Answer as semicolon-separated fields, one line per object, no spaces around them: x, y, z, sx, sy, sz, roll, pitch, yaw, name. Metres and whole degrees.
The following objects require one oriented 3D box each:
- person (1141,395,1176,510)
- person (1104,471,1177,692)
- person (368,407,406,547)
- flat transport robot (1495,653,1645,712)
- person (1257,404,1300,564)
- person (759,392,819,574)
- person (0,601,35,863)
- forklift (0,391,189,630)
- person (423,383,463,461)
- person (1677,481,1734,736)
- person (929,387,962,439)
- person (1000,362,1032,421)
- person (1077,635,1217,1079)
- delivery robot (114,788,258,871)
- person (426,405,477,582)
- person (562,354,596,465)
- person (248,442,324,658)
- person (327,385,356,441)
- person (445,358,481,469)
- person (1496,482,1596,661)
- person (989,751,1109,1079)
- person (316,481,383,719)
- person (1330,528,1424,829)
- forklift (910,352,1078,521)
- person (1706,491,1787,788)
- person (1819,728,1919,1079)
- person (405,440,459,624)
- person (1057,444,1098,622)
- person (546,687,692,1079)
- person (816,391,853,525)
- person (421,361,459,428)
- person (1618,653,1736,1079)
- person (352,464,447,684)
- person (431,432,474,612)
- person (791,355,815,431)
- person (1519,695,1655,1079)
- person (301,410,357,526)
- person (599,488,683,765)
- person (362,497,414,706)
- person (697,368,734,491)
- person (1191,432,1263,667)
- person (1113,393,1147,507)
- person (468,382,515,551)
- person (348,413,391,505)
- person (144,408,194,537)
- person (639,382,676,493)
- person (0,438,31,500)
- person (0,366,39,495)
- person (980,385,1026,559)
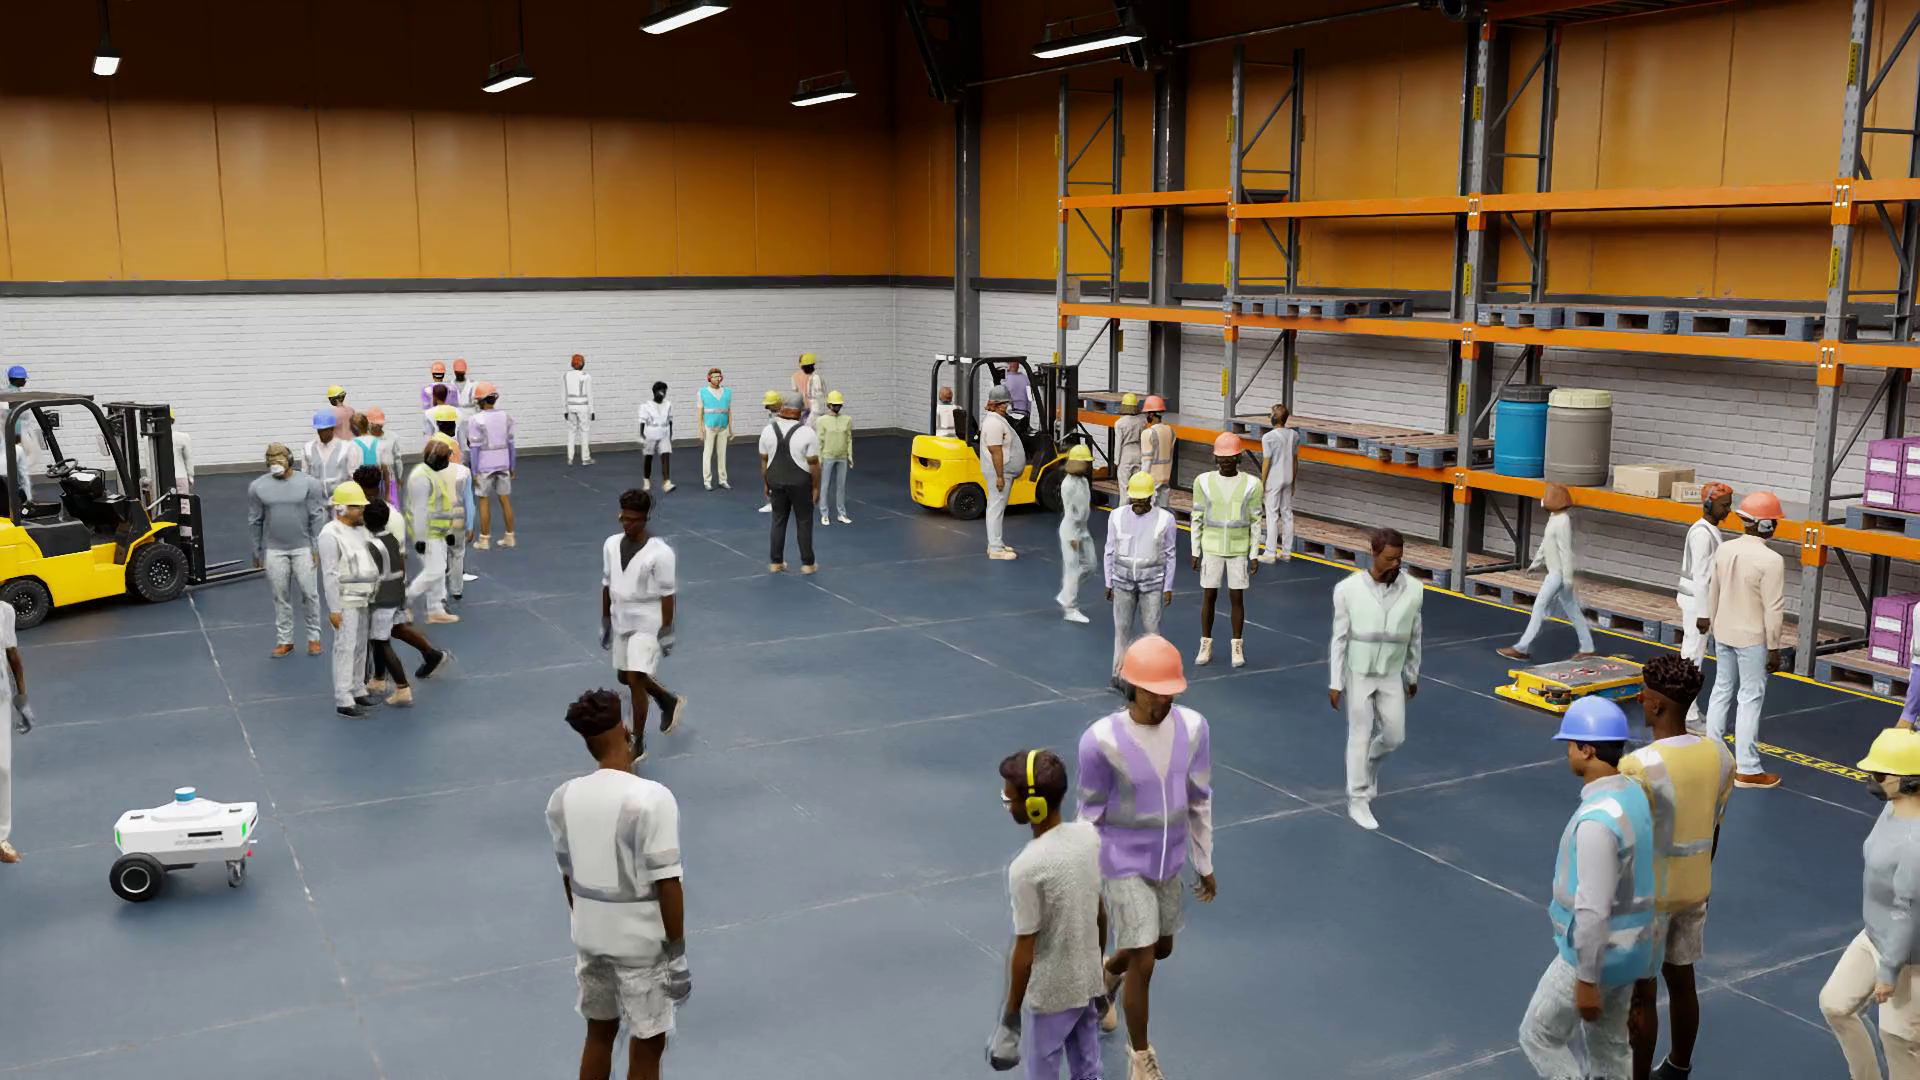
2.238;-0.697;19.170;0.353;1.939;0.544;9;13;42;person
1.449;0.343;13.506;0.586;1.826;0.403;3;10;16;person
-6.953;-0.737;20.022;0.580;1.712;0.812;-7;12;-35;person
5.076;1.140;13.389;1.431;0.197;0.652;-5;11;-28;flat transport robot
3.658;-0.647;19.147;0.507;1.847;0.345;-5;11;-28;person
-1.864;-0.644;18.571;0.690;2.000;0.535;3;10;19;person
-5.791;0.980;9.813;0.540;1.845;0.525;8;13;40;person
-9.026;-0.363;16.508;1.214;2.155;2.313;6;11;29;forklift
-6.620;-1.073;21.463;0.691;1.895;0.598;5;11;28;person
5.555;0.500;12.435;0.358;1.885;0.572;5;11;27;person
-0.198;-1.393;24.038;0.523;1.638;0.310;-2;10;-13;person
0.845;-1.996;26.727;0.642;1.913;0.409;-5;11;-28;person
0.741;1.351;7.189;0.603;2.013;0.862;-5;11;-27;person
-4.360;1.644;9.400;0.707;0.478;0.477;-2;10;-13;delivery robot
-5.558;-0.504;18.084;0.587;1.929;0.360;8;13;40;person
-6.390;-2.190;27.962;0.594;1.875;0.420;4;11;22;person
-5.936;0.088;14.696;0.645;1.925;0.376;-2;10;-9;person
-8.540;-1.265;22.999;0.375;1.752;0.515;4;11;21;person
-7.933;-1.963;26.558;0.567;1.909;0.702;-2;10;-10;person
5.180;0.289;14.491;0.843;1.590;0.508;3;10;18;person
0.370;1.650;5.964;0.439;1.843;0.576;8;12;37;person
-4.700;0.452;12.869;0.404;1.830;0.599;1;10;8;person
2.592;0.834;10.482;0.623;1.897;0.541;-1;10;-7;person
0.460;-1.461;22.833;2.313;2.155;1.214;-5;11;-28;forklift
5.306;0.658;11.205;0.390;1.995;0.613;-2;10;-14;person
3.593;1.589;6.518;0.450;1.751;0.546;3;10;17;person
-5.090;-0.051;15.811;0.584;1.815;0.665;-1;10;-3;person
1.135;-0.066;16.129;0.352;1.735;0.499;6;12;32;person
-1.250;1.541;6.350;0.739;1.928;0.369;7;12;33;person
-1.641;-1.080;21.872;0.522;1.769;0.310;-6;11;-29;person
-7.842;-1.731;25.126;0.545;1.938;0.359;-5;11;-28;person
2.877;1.428;6.855;0.606;1.966;0.367;-5;11;-28;person
-4.632;0.309;13.472;0.664;1.915;0.904;7;12;36;person
-5.169;-0.181;16.648;0.603;1.791;0.938;-2;10;-13;person
-2.639;-2.251;28.439;0.599;1.825;0.463;-6;12;-32;person
2.410;1.547;6.324;0.465;1.917;0.607;7;12;36;person
-6.673;-0.435;17.692;0.613;1.934;0.550;0;10;-3;person
-2.251;0.576;11.834;0.615;1.942;0.807;6;12;33;person
-4.603;0.487;13.151;0.577;1.661;0.551;0;10;1;person
-3.684;-1.672;25.044;0.567;1.847;0.389;-7;12;-33;person
2.297;0.083;14.378;0.607;2.044;0.376;2;10;11;person
2.211;-1.049;21.758;0.487;1.744;0.294;-5;11;-28;person
-5.640;-0.888;20.006;0.406;2.033;0.620;9;13;43;person
-6.698;-0.528;18.659;0.957;1.783;0.495;9;14;43;person
-9.404;-0.724;19.813;0.525;1.772;0.305;-5;11;-28;person
-4.490;-1.517;24.697;0.565;1.640;0.870;-5;11;-28;person
-10.497;-0.476;18.228;0.573;1.844;1.035;-3;10;-16;person
-13.757;-1.584;24.326;0.453;1.925;0.605;-10;14;-44;person
0.502;-0.806;19.500;0.538;2.000;0.684;0;10;-2;person
